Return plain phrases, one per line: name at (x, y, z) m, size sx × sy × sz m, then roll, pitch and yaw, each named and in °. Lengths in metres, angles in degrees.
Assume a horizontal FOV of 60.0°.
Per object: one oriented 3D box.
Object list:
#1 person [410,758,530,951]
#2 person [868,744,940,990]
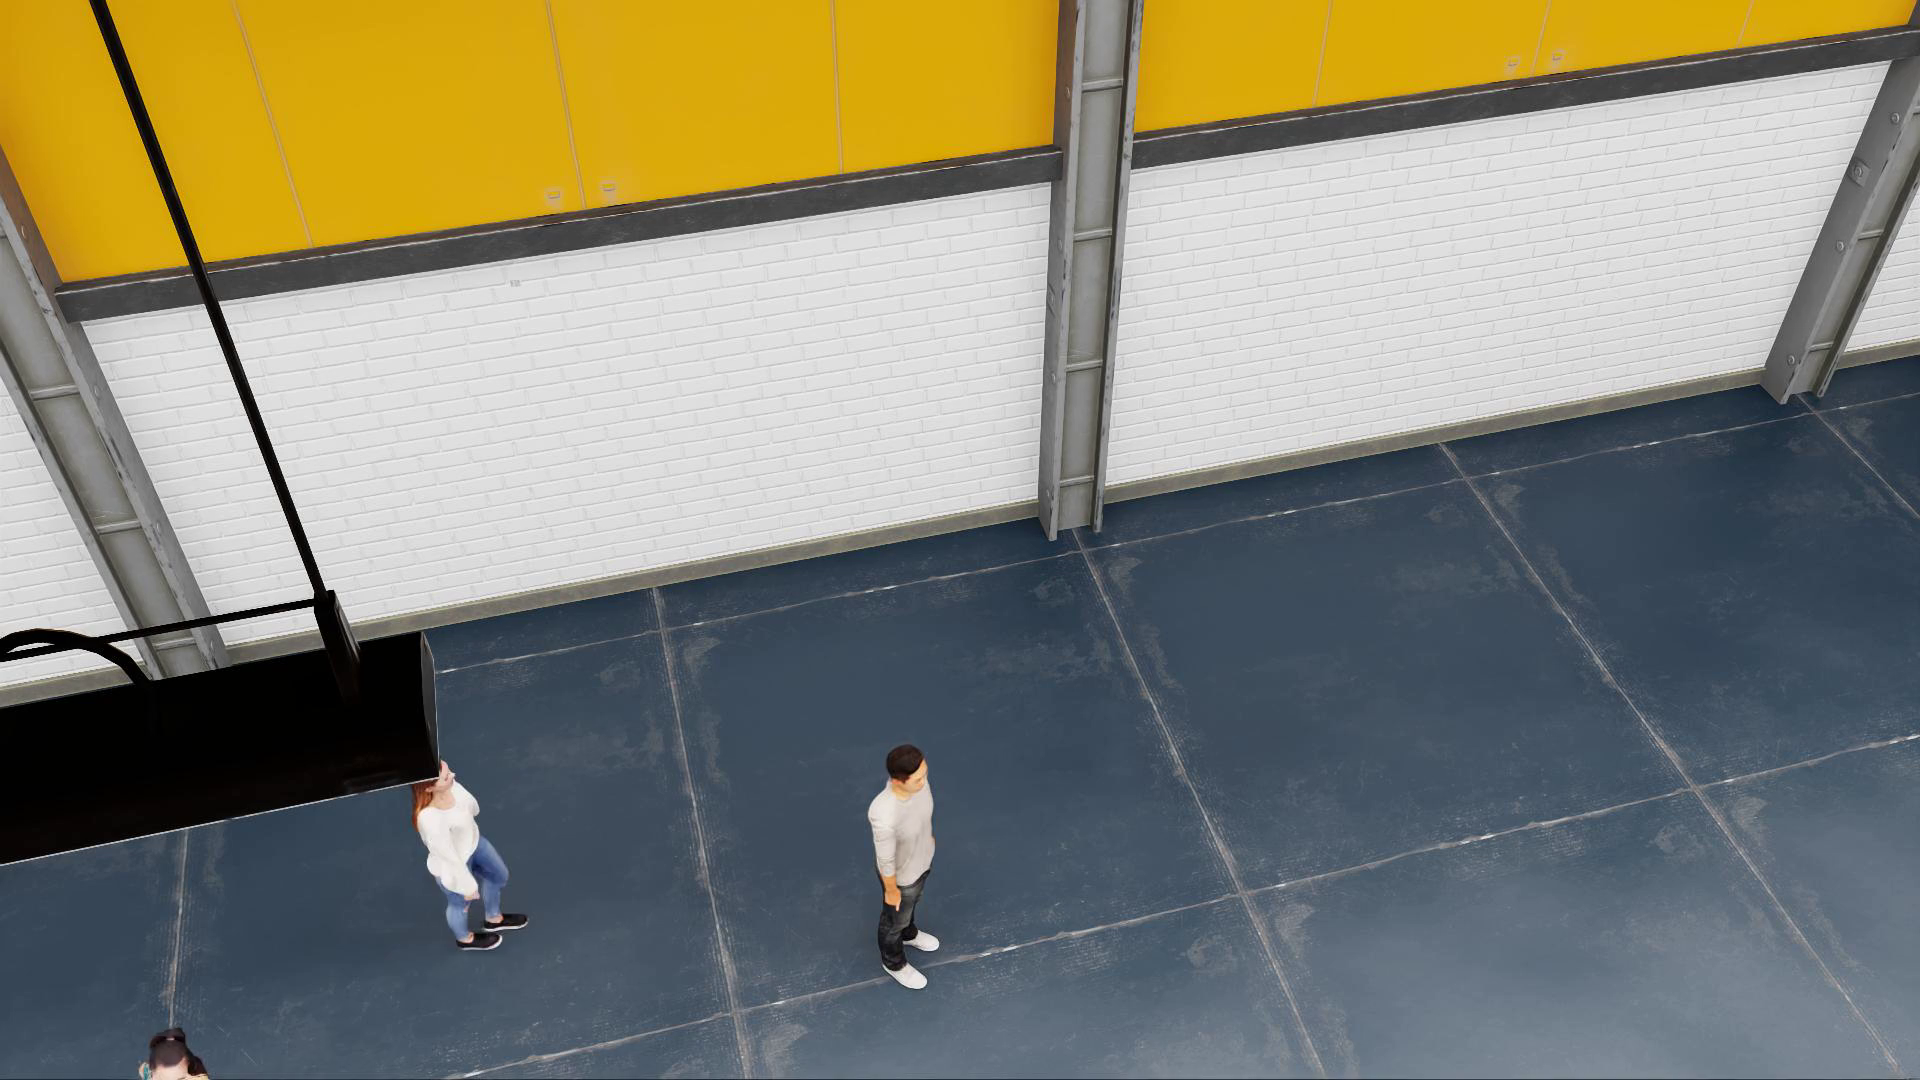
person at (-2.775, 1.707, 8.909) m, size 0.680 × 1.680 × 0.711 m, roll -3°, pitch 44°, yaw -3°
person at (-0.310, 1.699, 8.826) m, size 0.758 × 1.807 × 0.737 m, roll 15°, pitch 46°, yaw 15°
